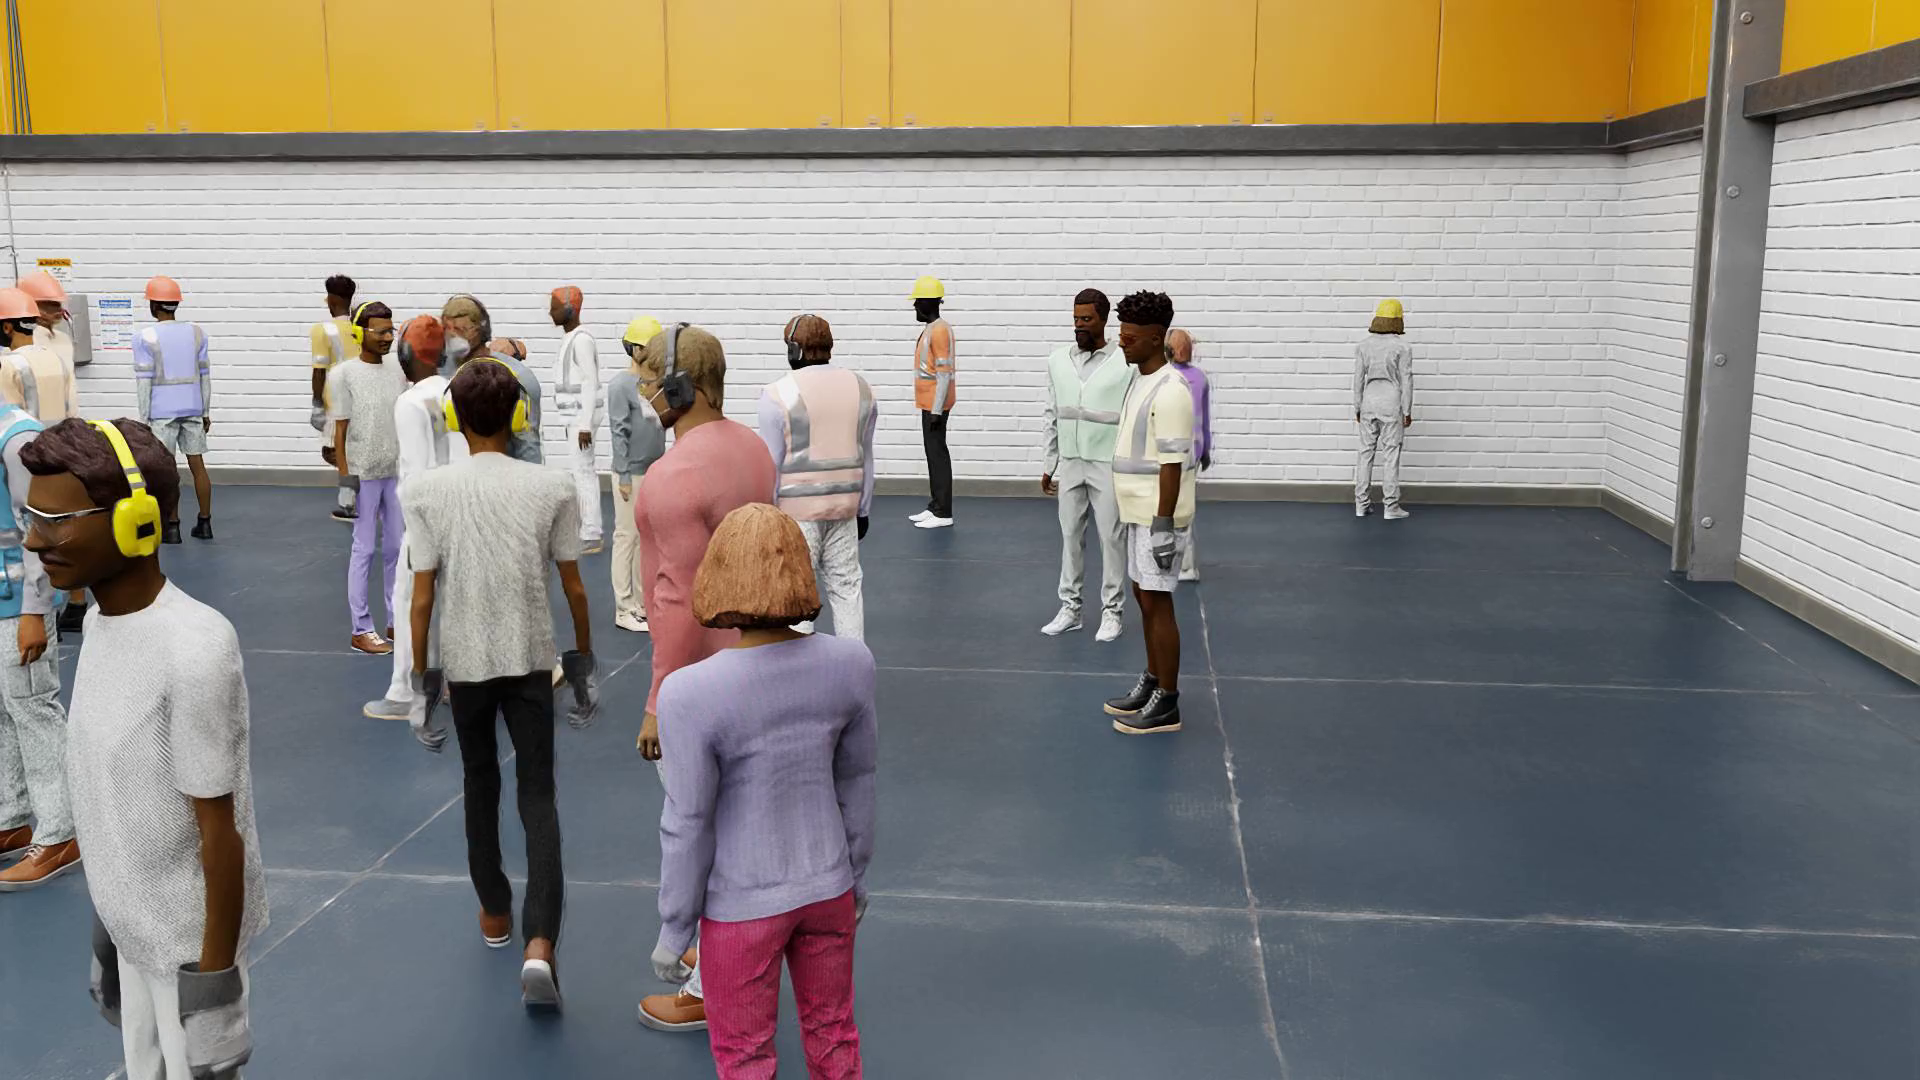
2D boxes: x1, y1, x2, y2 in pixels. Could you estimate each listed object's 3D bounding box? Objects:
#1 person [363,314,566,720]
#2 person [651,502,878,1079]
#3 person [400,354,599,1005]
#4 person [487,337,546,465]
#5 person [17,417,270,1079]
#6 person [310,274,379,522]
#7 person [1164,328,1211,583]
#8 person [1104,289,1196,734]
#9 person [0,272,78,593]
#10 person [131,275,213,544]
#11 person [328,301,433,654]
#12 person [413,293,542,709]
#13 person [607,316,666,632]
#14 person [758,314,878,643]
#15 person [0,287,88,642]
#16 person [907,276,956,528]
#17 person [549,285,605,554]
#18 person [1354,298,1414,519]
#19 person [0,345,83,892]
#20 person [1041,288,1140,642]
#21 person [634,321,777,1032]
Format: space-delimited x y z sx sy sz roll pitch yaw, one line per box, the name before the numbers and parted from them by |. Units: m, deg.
person | -2.250 -0.079 7.464 0.911 1.847 0.592 2 10 11
person | -0.385 0.737 3.357 0.499 1.634 0.279 -8 13 -38
person | -1.320 0.386 4.811 0.531 1.840 0.907 -3 10 -17
person | -2.603 -0.344 9.558 0.508 1.629 0.318 4 11 21
person | -1.361 0.714 2.850 0.511 1.862 0.324 10 14 44
person | -4.683 -1.070 12.811 0.660 1.943 0.622 5 11 28
person | 1.344 -0.544 10.683 0.528 1.619 0.548 -9 14 -43
person | 0.846 -0.124 7.368 0.376 1.958 0.607 -1 10 -6
person | -5.674 -0.650 10.365 0.543 1.996 0.641 1 10 4
person | -5.715 -0.941 12.084 0.351 1.942 0.545 8 13 37
person | -3.074 -0.325 8.808 0.327 1.859 0.510 6 11 30
person | -2.242 -0.173 7.743 0.632 1.930 0.387 2 10 13
person | -1.778 -0.375 9.363 0.329 1.763 0.523 4 11 20
person | -0.684 -0.128 7.749 0.624 1.837 0.428 -7 12 -36
person | -5.051 -0.401 9.049 0.398 1.929 0.539 1 10 4
person | -0.220 -1.054 12.770 0.370 1.925 0.595 -1 10 -8
person | -2.678 -0.840 11.678 0.346 1.882 0.588 -4 11 -22
person | 3.375 -1.043 13.237 0.492 1.742 0.320 8 13 40
person | -3.232 0.199 5.565 0.604 1.938 0.402 6 12 33
person | 0.724 -0.411 9.120 0.596 1.915 0.380 6 11 30
person | -0.698 0.377 4.551 0.370 1.938 0.627 2 10 13
